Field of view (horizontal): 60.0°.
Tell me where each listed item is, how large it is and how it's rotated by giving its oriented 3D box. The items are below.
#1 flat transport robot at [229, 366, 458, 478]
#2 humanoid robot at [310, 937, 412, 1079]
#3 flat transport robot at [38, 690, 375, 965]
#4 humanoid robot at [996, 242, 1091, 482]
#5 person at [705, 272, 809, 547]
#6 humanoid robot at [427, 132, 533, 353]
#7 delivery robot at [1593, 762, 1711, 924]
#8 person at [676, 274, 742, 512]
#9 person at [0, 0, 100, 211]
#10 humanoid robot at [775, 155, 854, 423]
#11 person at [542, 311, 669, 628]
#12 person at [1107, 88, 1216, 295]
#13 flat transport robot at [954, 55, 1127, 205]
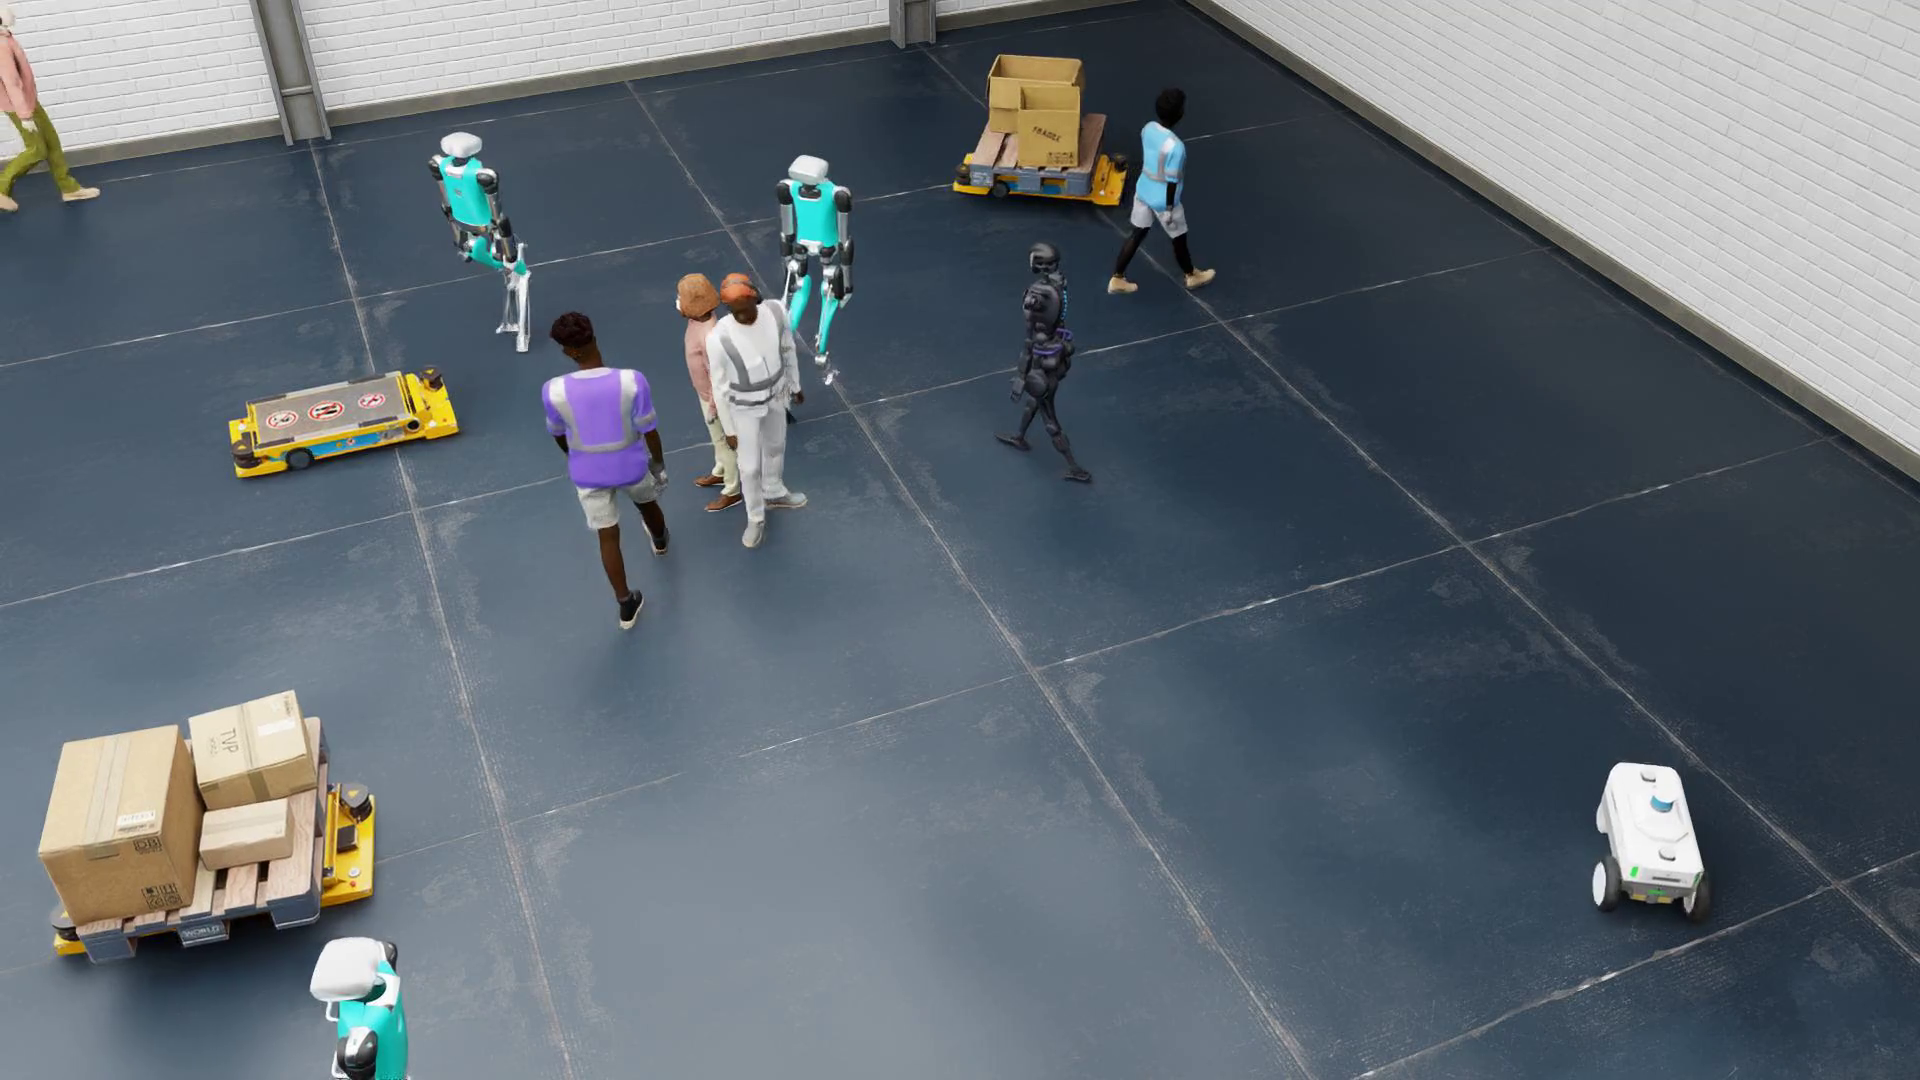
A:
[{"bbox_3d":[-4.209,-0.812,11.331,1.431,0.231,0.659,-14,40,-18],"label":"flat transport robot"},{"bbox_3d":[-2.305,2.157,6.249,0.974,1.734,0.547,-4,38,-5],"label":"humanoid robot"},{"bbox_3d":[-3.641,1.600,8.191,1.431,0.231,0.659,-9,38,-11],"label":"flat transport robot"},{"bbox_3d":[0.537,-1.149,10.662,0.780,1.626,0.593,19,41,23],"label":"humanoid robot"},{"bbox_3d":[-1.211,-0.840,10.067,0.675,1.861,0.349,-31,47,-34],"label":"person"},{"bbox_3d":[-3.282,-2.154,11.879,0.576,1.786,0.808,15,40,19],"label":"humanoid robot"},{"bbox_3d":[3.376,1.450,8.145,0.499,0.587,0.769,5,38,7],"label":"delivery robot"},{"bbox_3d":[-1.565,-0.922,10.351,0.281,1.632,0.500,-10,39,-13],"label":"person"},{"bbox_3d":[-7.771,-3.555,13.640,0.755,1.815,0.542,-16,40,-20],"label":"person"},{"bbox_3d":[-1.069,-1.607,11.183,0.542,1.771,0.972,11,39,14],"label":"humanoid robot"},{"bbox_3d":[-2.017,-0.480,9.565,0.624,1.903,0.951,-8,38,-10],"label":"person"},{"bbox_3d":[1.546,-2.609,12.534,0.878,1.647,0.541,-16,40,-20],"label":"person"},{"bbox_3d":[0.706,-3.178,14.410,1.431,0.231,0.659,6,38,8],"label":"flat transport robot"}]
